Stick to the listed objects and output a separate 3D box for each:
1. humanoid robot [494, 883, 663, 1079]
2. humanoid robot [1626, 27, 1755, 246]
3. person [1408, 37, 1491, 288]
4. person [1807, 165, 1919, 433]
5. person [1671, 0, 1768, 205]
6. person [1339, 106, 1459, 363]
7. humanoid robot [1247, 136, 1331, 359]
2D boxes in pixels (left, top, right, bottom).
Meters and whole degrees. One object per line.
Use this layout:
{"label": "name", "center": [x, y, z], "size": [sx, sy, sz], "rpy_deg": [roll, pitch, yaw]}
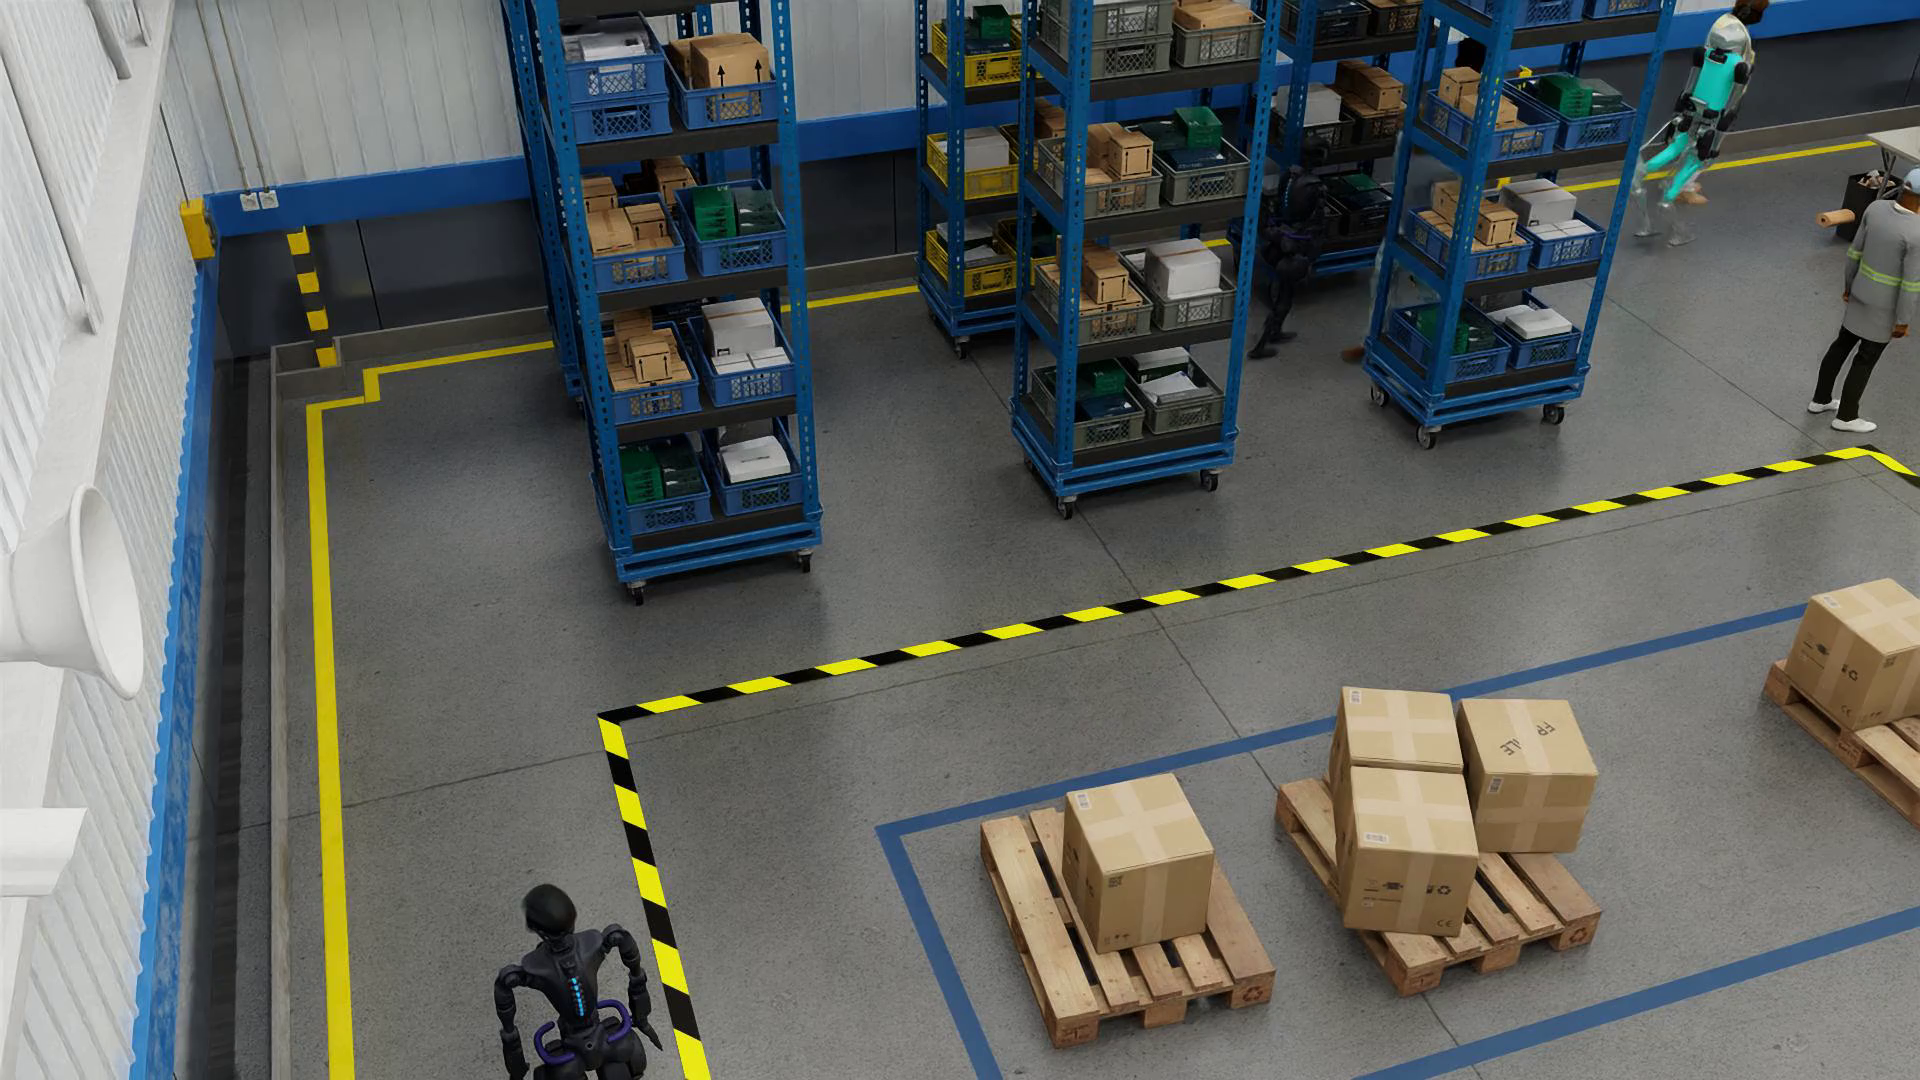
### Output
{"label": "humanoid robot", "center": [-1.394, 1.893, 6.137], "size": [0.599, 1.656, 0.315], "rpy_deg": [-18, 39, -23]}
{"label": "humanoid robot", "center": [5.681, -3.124, 13.200], "size": [0.820, 1.772, 0.530], "rpy_deg": [-15, 38, -21]}
{"label": "person", "center": [3.756, -2.839, 12.608], "size": [0.361, 1.963, 0.613], "rpy_deg": [24, 42, 30]}
{"label": "person", "center": [6.057, -1.586, 10.931], "size": [0.390, 1.850, 0.599], "rpy_deg": [-8, 36, -11]}
{"label": "person", "center": [6.364, -3.734, 14.004], "size": [0.436, 1.821, 0.652], "rpy_deg": [8, 36, 11]}
{"label": "person", "center": [3.119, -2.058, 11.569], "size": [0.834, 1.892, 0.748], "rpy_deg": [-18, 39, -23]}
{"label": "humanoid robot", "center": [2.316, -2.068, 11.773], "size": [0.504, 1.638, 0.602], "rpy_deg": [-15, 38, -20]}
